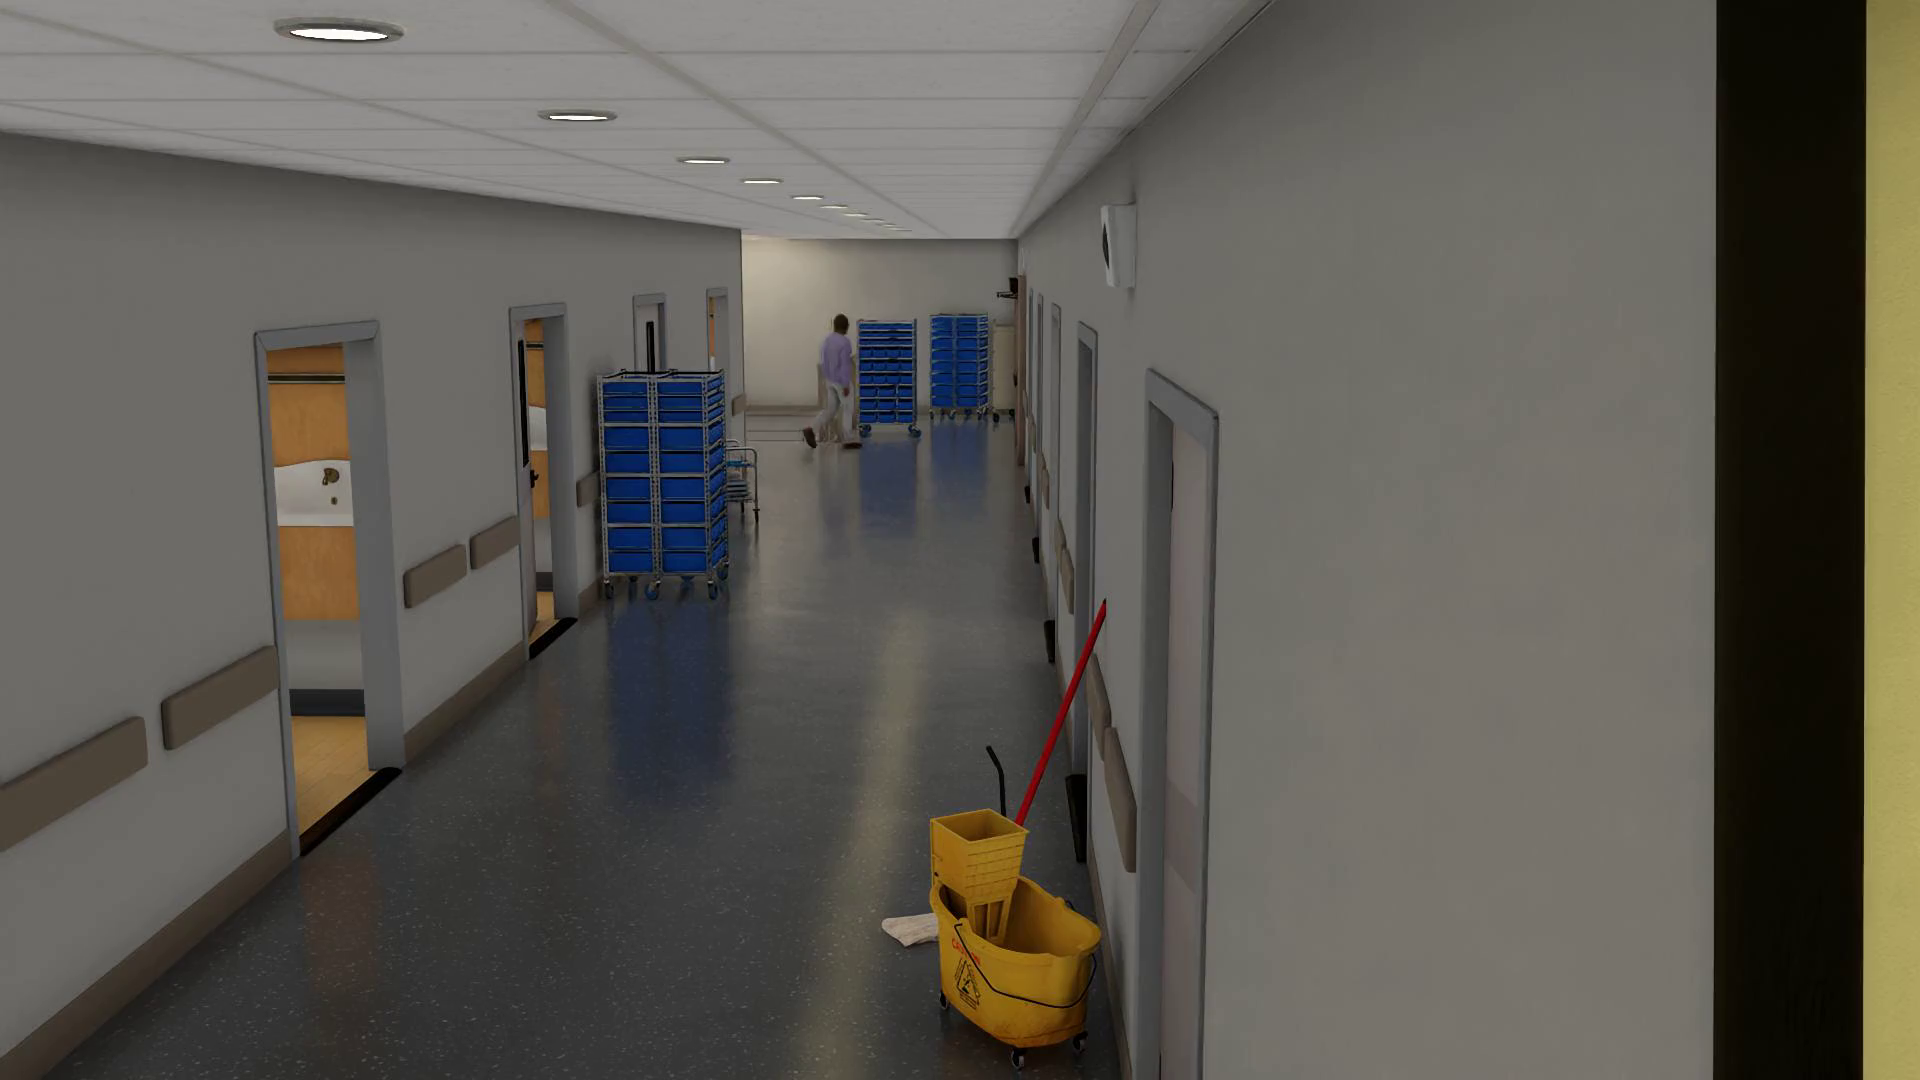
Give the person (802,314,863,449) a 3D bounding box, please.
[{"bbox_3d":[-1.782,-2.199,23.235,0.831,1.917,0.631,-7,12,-36],"label":"person"}]
